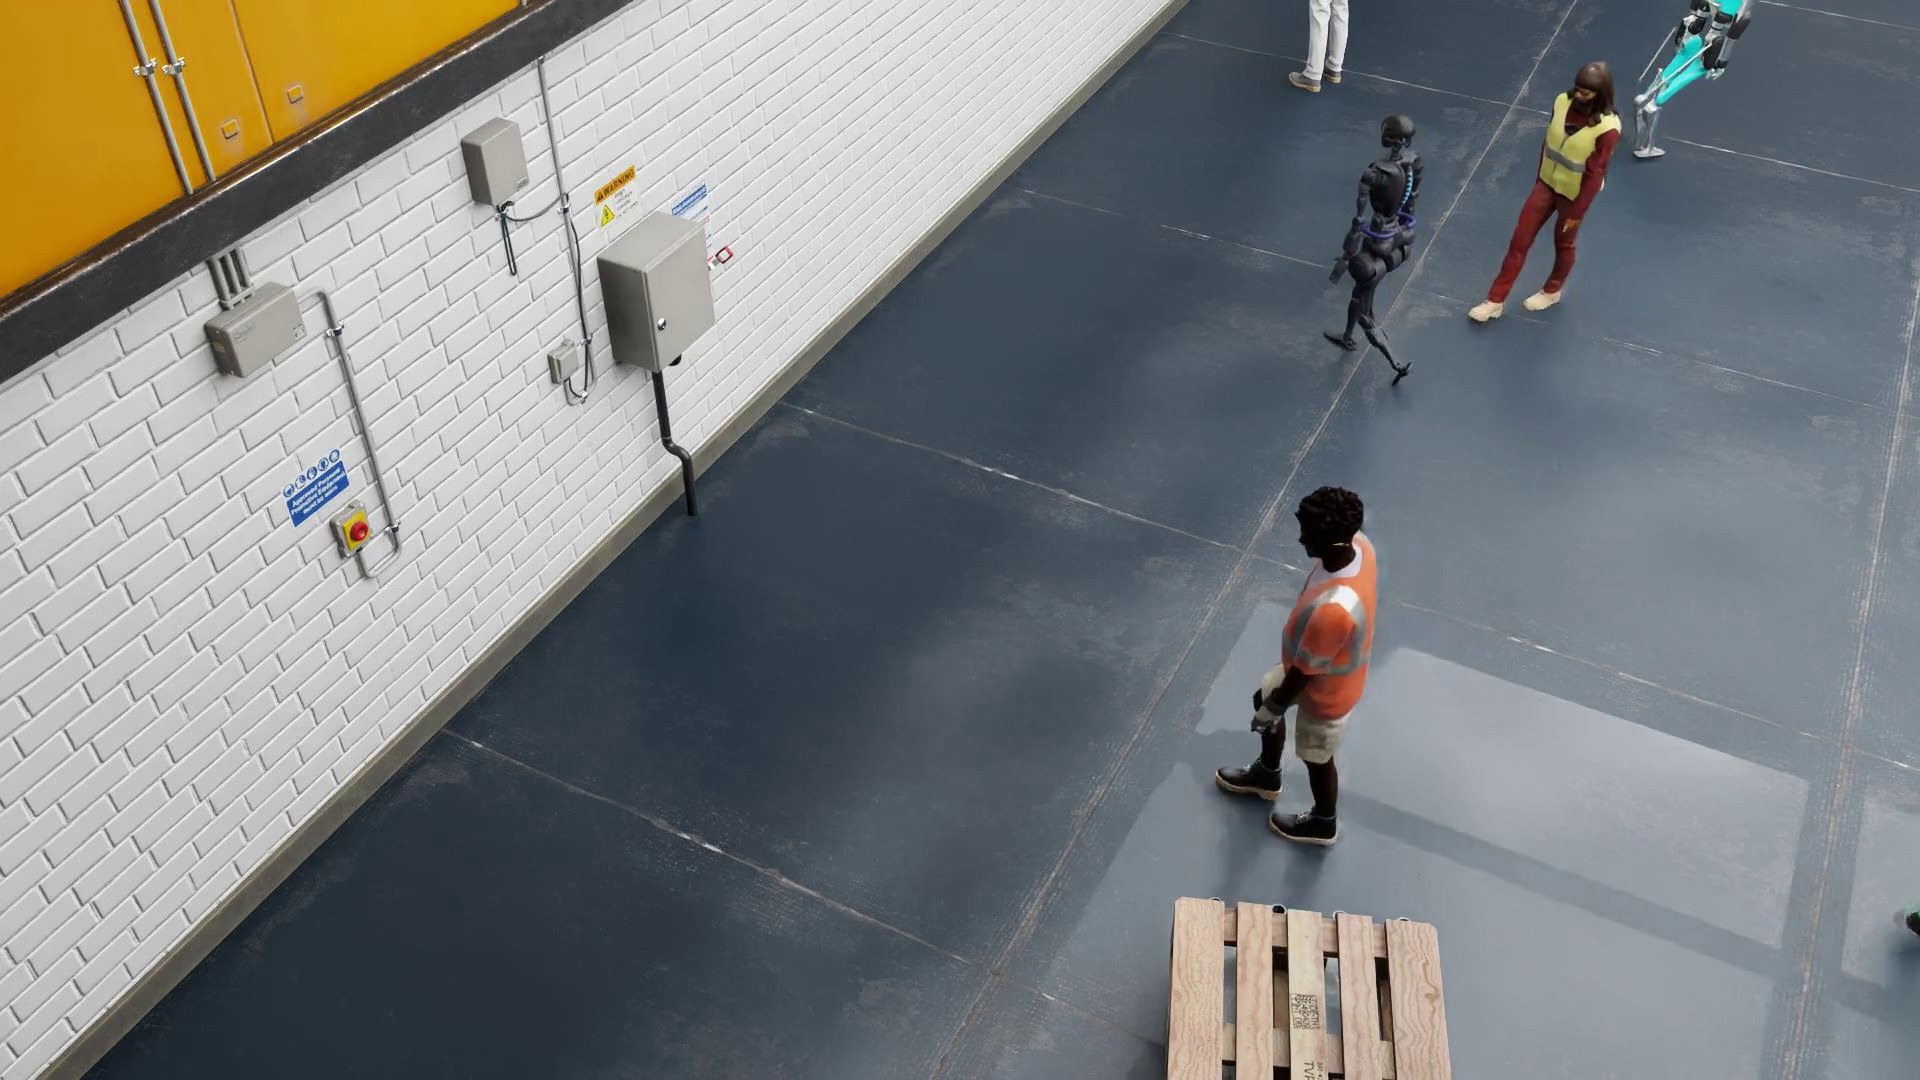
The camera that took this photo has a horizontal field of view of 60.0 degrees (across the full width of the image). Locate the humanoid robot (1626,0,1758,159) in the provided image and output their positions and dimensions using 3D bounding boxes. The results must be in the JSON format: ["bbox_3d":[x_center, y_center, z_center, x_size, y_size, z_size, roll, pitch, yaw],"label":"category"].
[{"bbox_3d":[5.106,-3.414,11.747,0.760,1.864,0.555,-11,42,-12],"label":"humanoid robot"}]

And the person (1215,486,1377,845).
[{"bbox_3d":[1.388,0.546,6.937,0.726,1.931,0.603,10,42,11],"label":"person"}]

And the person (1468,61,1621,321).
[{"bbox_3d":[3.601,-2.071,10.111,0.851,1.739,0.479,-26,47,-27],"label":"person"}]

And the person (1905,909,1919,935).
[{"bbox_3d":[4.446,1.072,6.428,0.948,1.794,0.534,15,43,16],"label":"person"}]

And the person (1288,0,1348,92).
[{"bbox_3d":[2.828,-4.359,12.655,0.582,1.882,0.337,-27,47,-28],"label":"person"}]

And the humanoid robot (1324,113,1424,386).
[{"bbox_3d":[2.518,-1.709,9.779,0.610,1.634,0.753,-27,48,-28],"label":"humanoid robot"}]
